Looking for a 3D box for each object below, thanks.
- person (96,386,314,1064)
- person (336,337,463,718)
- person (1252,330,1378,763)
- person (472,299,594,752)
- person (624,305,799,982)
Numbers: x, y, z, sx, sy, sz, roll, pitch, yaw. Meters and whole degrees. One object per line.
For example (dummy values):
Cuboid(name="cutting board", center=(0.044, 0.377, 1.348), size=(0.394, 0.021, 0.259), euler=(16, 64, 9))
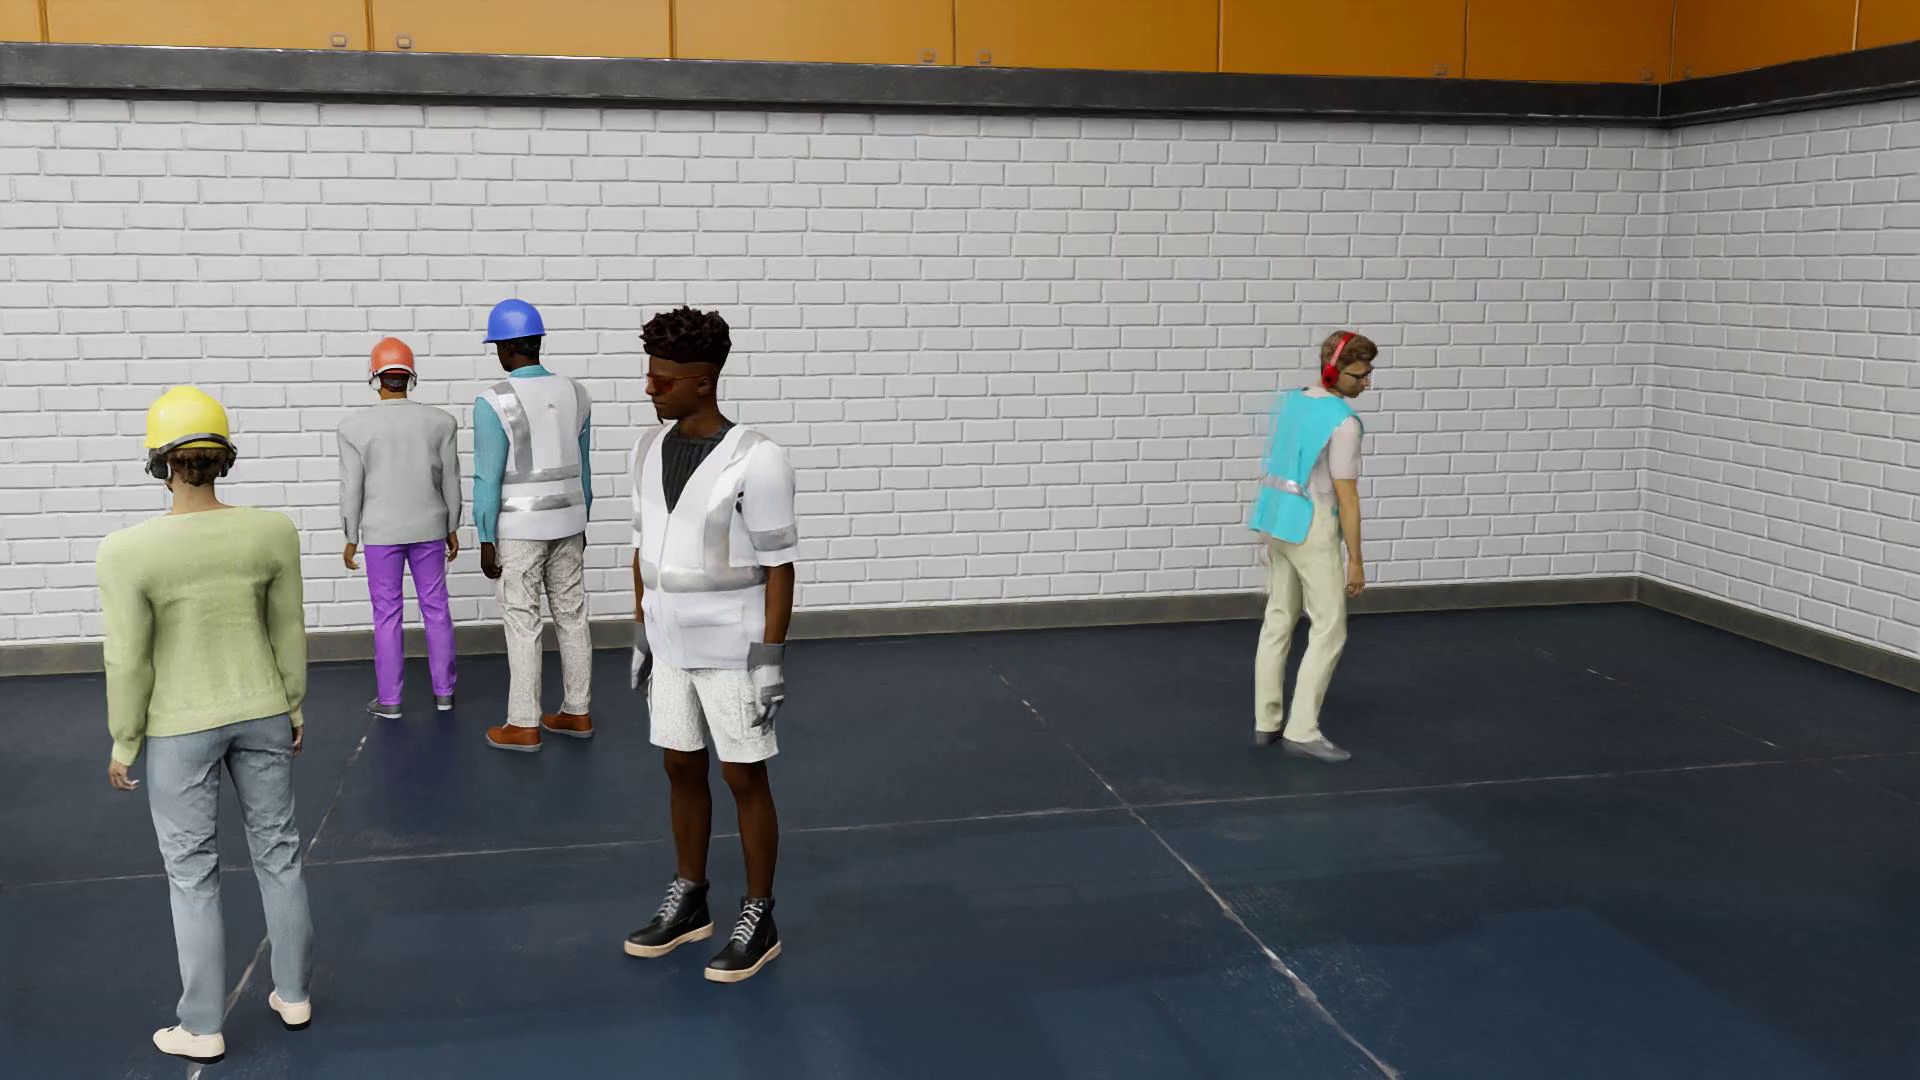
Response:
Cuboid(name="person", center=(-1.966, 0.483, 4.367), size=(0.313, 1.769, 0.523), euler=(8, 12, 42))
Cuboid(name="person", center=(-2.582, -0.056, 7.691), size=(0.560, 1.752, 0.326), euler=(-6, 11, -34))
Cuboid(name="person", center=(1.454, 0.027, 7.032), size=(0.414, 1.813, 0.658), euler=(-3, 10, -18))
Cuboid(name="person", center=(-1.839, -0.060, 7.164), size=(0.416, 1.939, 0.604), euler=(7, 11, 36))
Cuboid(name="person", center=(-0.742, 0.302, 4.866), size=(0.609, 1.963, 0.367), euler=(7, 12, 36))
